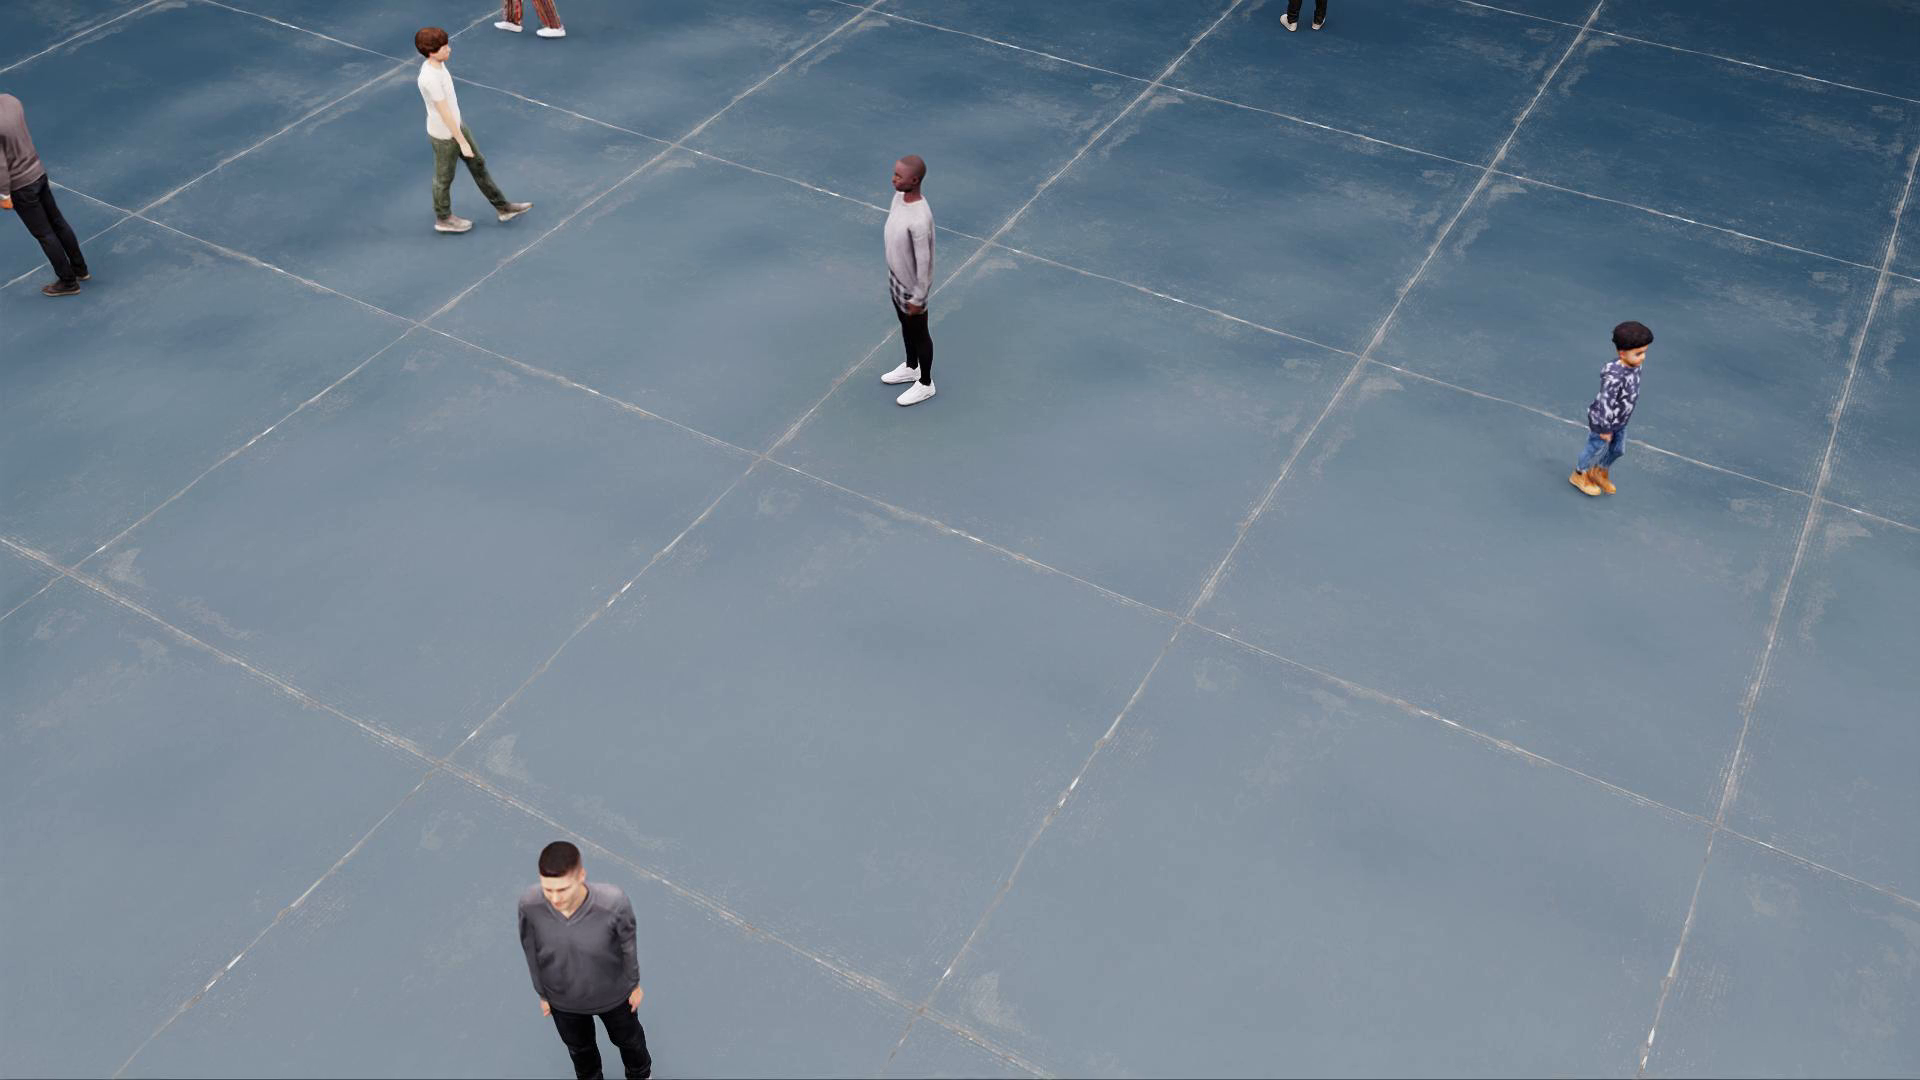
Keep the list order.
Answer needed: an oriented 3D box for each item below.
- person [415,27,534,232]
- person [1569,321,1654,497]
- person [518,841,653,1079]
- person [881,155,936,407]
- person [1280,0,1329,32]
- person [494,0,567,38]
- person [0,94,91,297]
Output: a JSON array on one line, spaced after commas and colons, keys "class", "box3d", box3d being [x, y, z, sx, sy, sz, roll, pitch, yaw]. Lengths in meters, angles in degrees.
[{"class": "person", "box3d": [-3.872, -2.996, 12.315, 0.968, 1.627, 1.010, -2, 42, -2]}, {"class": "person", "box3d": [3.954, -0.809, 10.194, 0.558, 1.241, 0.642, -26, 48, -26]}, {"class": "person", "box3d": [-1.534, 1.840, 6.890, 0.702, 1.761, 0.729, -4, 42, -4]}, {"class": "person", "box3d": [-0.308, -1.692, 10.771, 0.730, 1.772, 0.701, -16, 45, -17]}, {"class": "person", "box3d": [3.191, -5.448, 14.918, 0.724, 1.757, 0.732, -1, 42, -1]}, {"class": "person", "box3d": [-3.805, -5.222, 14.835, 0.906, 1.536, 0.913, -4, 42, -4]}, {"class": "person", "box3d": [-6.576, -2.534, 11.702, 0.774, 1.768, 0.626, -11, 43, -12]}]
